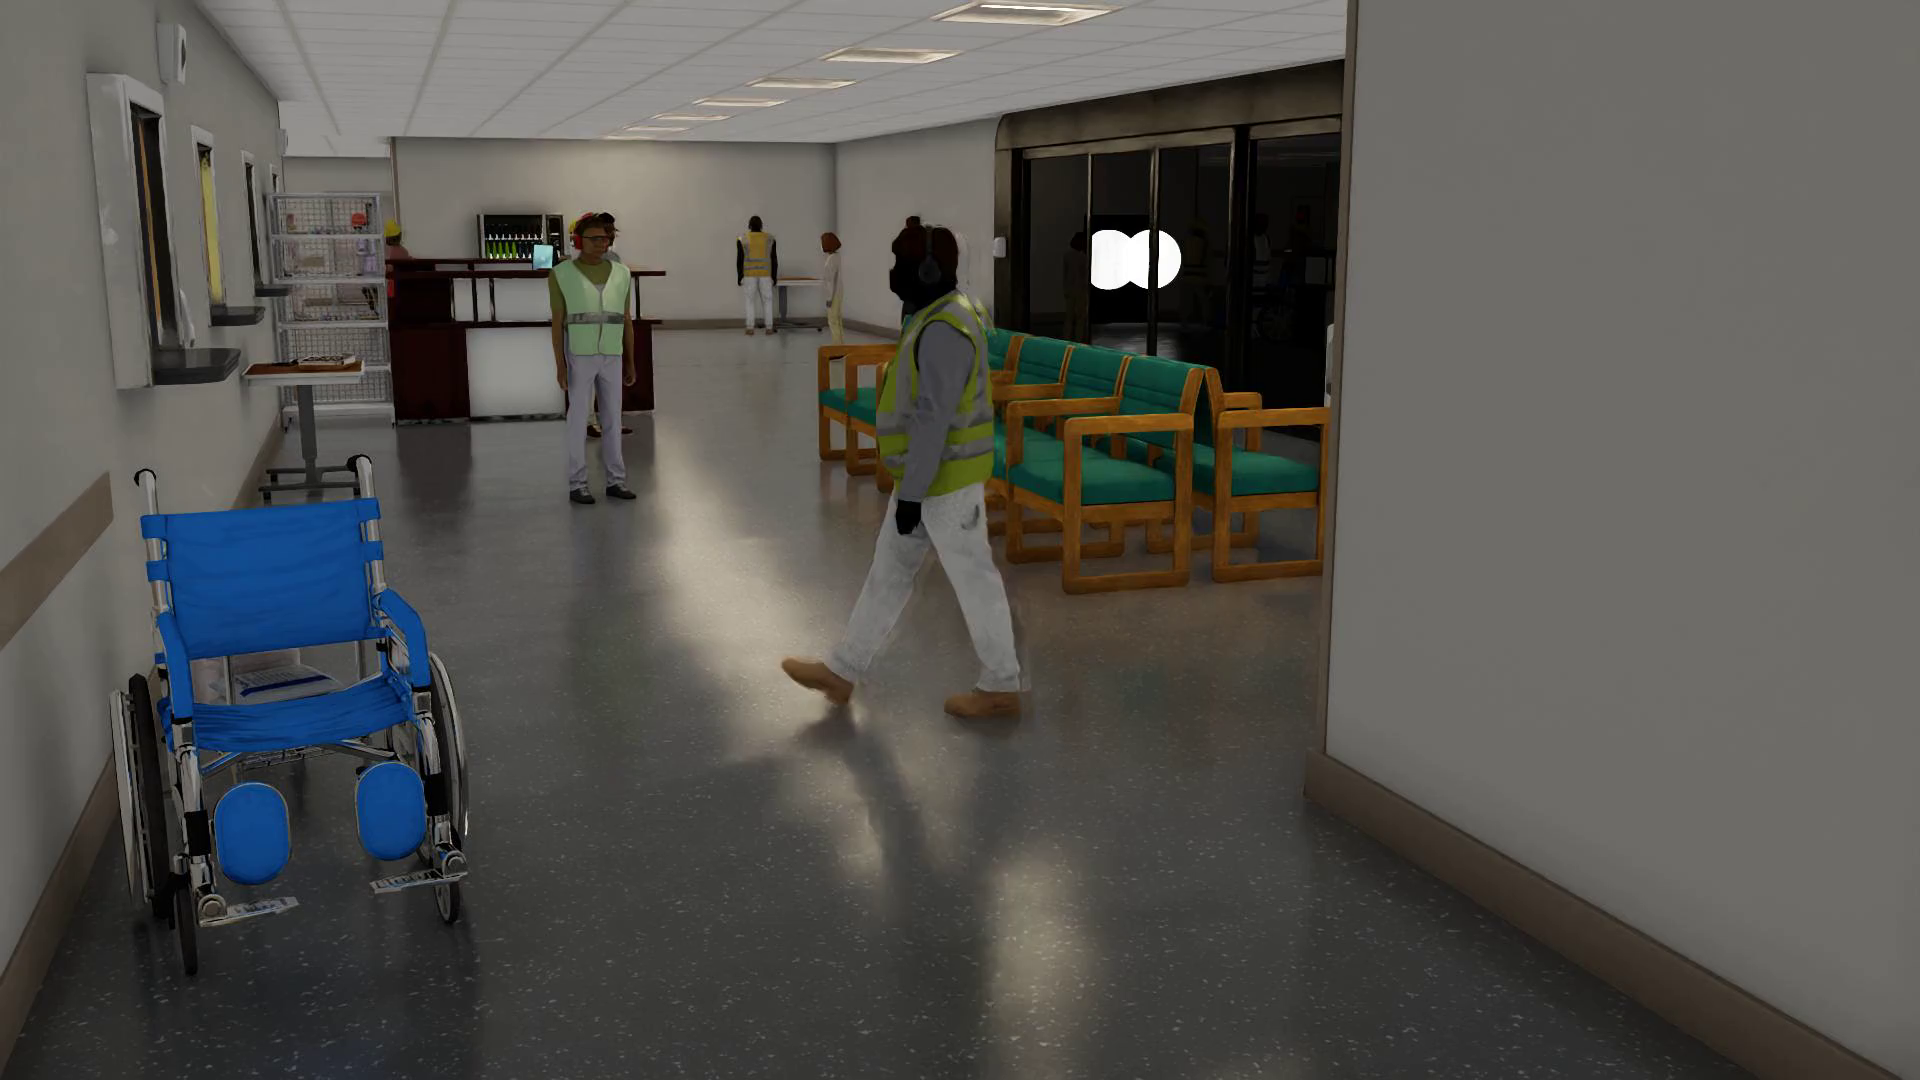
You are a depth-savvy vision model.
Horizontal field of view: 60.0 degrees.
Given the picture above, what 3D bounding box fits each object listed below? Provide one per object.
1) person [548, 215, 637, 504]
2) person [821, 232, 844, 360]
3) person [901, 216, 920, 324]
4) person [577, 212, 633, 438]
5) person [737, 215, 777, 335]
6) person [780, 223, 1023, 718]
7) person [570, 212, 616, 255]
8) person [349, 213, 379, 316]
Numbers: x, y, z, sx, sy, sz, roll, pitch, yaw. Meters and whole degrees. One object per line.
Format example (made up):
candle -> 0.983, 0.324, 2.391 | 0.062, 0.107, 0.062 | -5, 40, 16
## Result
person -> -2.365, -1.157, 10.717 | 0.562, 1.838, 0.388 | -9, 14, -38
person -> -1.633, -3.115, 21.307 | 0.286, 1.628, 0.506 | 1, 11, 6
person -> -0.674, -3.643, 23.470 | 0.344, 1.841, 0.506 | -4, 12, -19
person -> -2.975, -1.784, 13.866 | 0.329, 1.864, 0.503 | 6, 13, 28
person -> -3.148, -4.098, 25.796 | 0.633, 1.839, 0.429 | -3, 11, -14
person -> -0.194, -0.225, 6.020 | 0.927, 1.794, 0.654 | -1, 11, -4
person -> -4.566, -3.135, 20.764 | 0.583, 1.879, 0.355 | -1, 11, -3
person -> -10.140, -4.651, 28.521 | 0.349, 1.897, 0.740 | 0, 11, 2
